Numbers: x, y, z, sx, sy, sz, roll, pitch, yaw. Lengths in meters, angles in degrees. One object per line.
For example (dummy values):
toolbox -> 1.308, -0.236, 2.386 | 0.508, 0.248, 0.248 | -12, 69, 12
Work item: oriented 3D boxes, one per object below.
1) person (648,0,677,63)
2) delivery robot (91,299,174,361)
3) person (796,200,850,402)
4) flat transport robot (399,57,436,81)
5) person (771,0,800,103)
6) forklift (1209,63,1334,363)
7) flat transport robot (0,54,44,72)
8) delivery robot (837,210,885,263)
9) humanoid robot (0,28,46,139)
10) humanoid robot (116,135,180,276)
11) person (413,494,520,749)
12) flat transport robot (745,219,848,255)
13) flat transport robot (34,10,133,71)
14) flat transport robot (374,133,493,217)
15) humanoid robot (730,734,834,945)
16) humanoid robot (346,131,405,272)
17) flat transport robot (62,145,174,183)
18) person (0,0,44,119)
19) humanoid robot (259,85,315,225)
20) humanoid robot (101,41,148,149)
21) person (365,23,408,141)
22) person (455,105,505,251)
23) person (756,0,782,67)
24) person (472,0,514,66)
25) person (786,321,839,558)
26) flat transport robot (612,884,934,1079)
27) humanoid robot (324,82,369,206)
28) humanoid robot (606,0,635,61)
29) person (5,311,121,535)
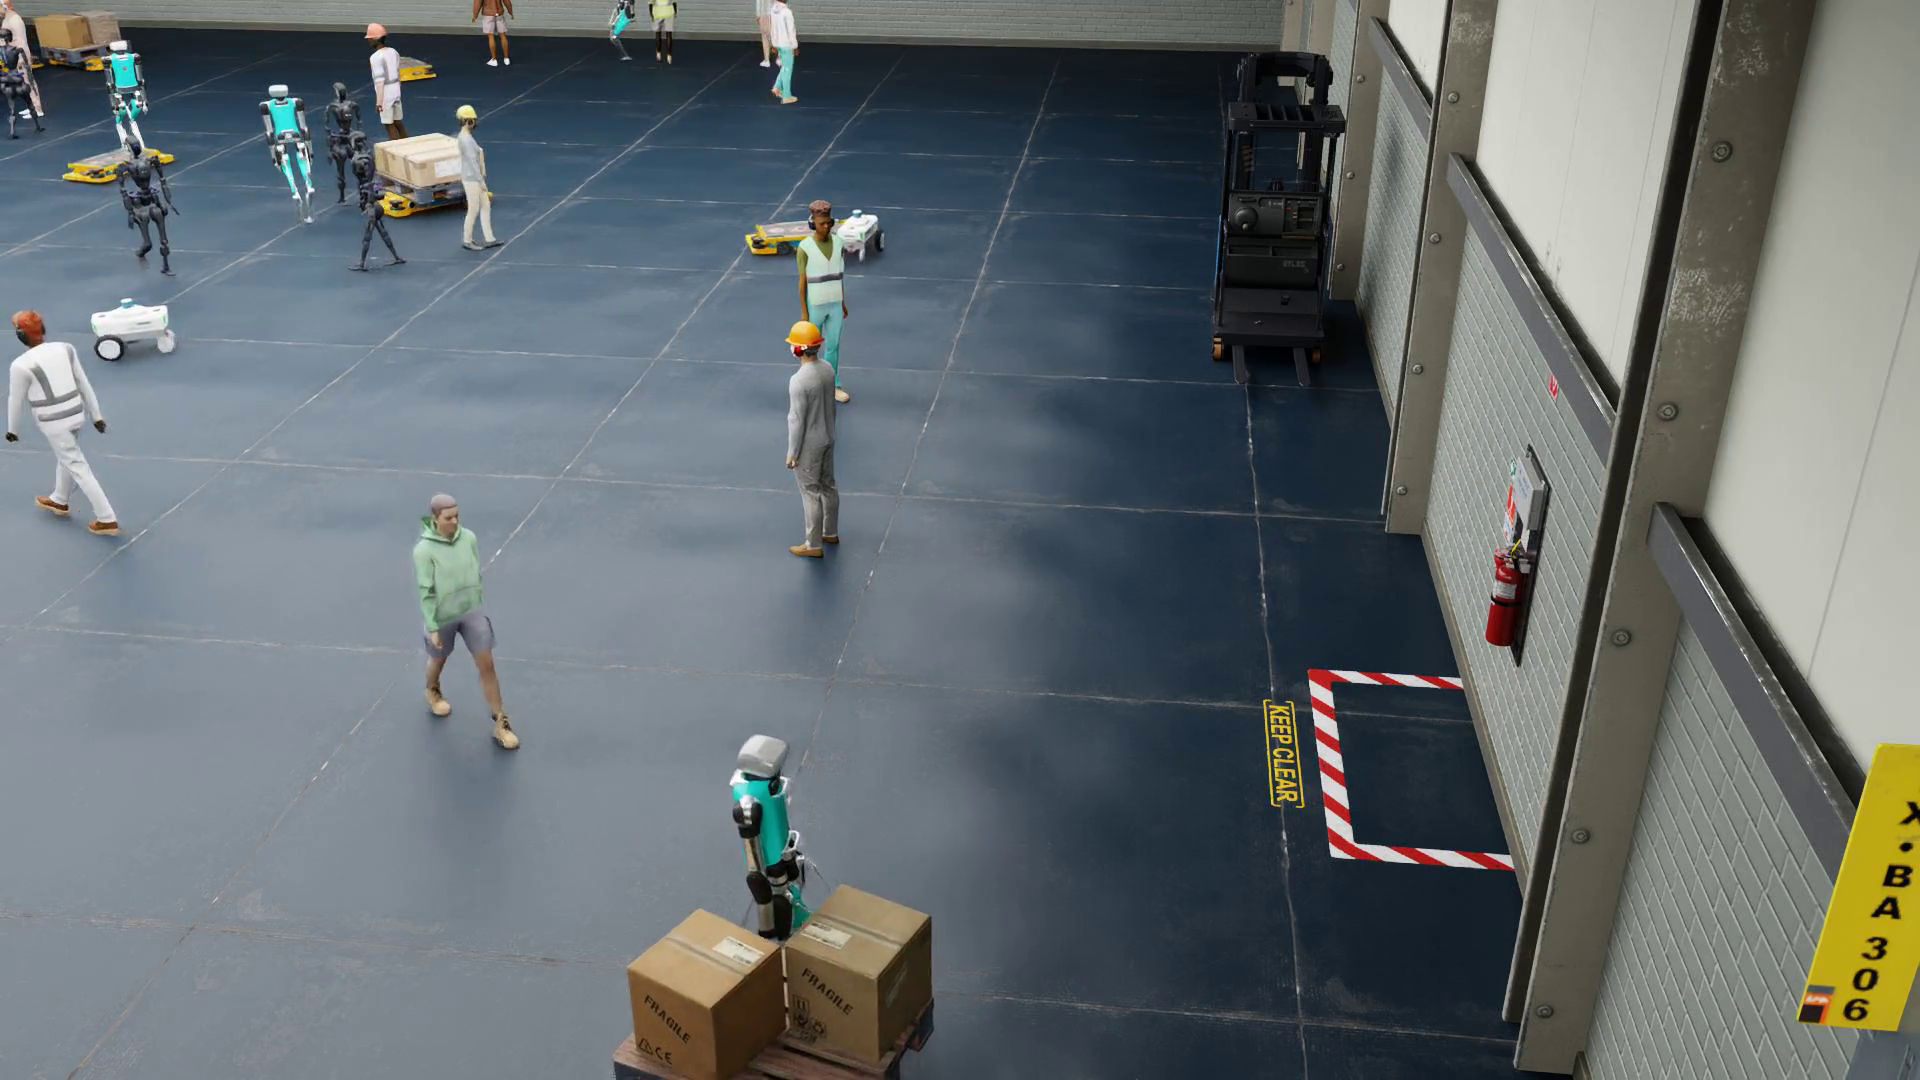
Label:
person -> -5.575, -9.867, 31.270 | 0.551, 1.671, 0.684 | -4, 27, -9
delivery robot -> -8.567, -2.192, 17.192 | 0.791, 0.592, 0.499 | -10, 28, -20
person -> -1.298, -2.235, 15.696 | 0.489, 1.977, 0.387 | -18, 32, -32
flat transport robot -> -10.113, -8.560, 30.227 | 0.659, 0.231, 1.431 | -19, 32, -33
person -> -2.909, -8.290, 27.867 | 0.445, 1.901, 0.494 | -19, 32, -33
forklift -> 3.241, -3.477, 17.183 | 1.129, 2.768, 1.873 | 3, 27, 6
flat transport robot -> -17.764, -8.822, 30.750 | 1.431, 0.231, 0.659 | 9, 28, 18
delivery robot -> -1.237, -3.718, 20.227 | 0.499, 0.581, 0.767 | 6, 27, 12
humanoid robot -> -14.648, -7.067, 25.748 | 0.589, 1.646, 0.788 | 0, 27, -1
humanoid robot -> -9.477, -3.908, 19.376 | 0.463, 1.647, 0.595 | 20, 33, 34
person -> -3.249, 0.467, 10.611 | 0.480, 1.693, 0.921 | -22, 34, -37
flat transport robot -> -1.913, -3.765, 20.654 | 1.431, 0.231, 0.659 | -6, 27, -13
flat transport robot -> -16.257, -8.938, 30.982 | 1.431, 0.231, 0.659 | 16, 31, 28
flat transport robot -> -7.093, -4.616, 22.353 | 1.431, 0.231, 0.659 | -23, 35, -38
humanoid robot -> -0.700, 1.736, 7.996 | 0.713, 1.765, 0.531 | 3, 27, 5
humanoid robot -> -7.002, -3.984, 19.549 | 0.742, 1.627, 0.589 | -16, 31, -29
flat transport robot -> -12.112, -5.406, 23.931 | 0.659, 0.231, 1.431 | 9, 28, 17
person -> -15.242, -7.808, 26.908 | 0.410, 1.901, 0.638 | -16, 31, -29
humanoid robot -> -8.481, -4.798, 21.167 | 0.547, 1.865, 0.705 | -12, 29, -22
humanoid robot -> -12.127, -6.411, 24.148 | 0.533, 1.677, 0.735 | -21, 33, -36
person -> -8.224, -6.352, 23.845 | 0.385, 2.039, 0.614 | 5, 27, 10
person -> -5.923, -4.388, 20.249 | 0.517, 1.738, 0.624 | -6, 27, -12
person -> -3.526, -9.715, 30.740 | 0.510, 1.874, 0.384 | -13, 30, -25
person -> -8.656, -9.755, 30.840 | 0.790, 1.856, 0.395 | -16, 31, -29
person -> -1.152, -0.781, 12.895 | 0.386, 1.891, 0.560 | 12, 29, 23
flat transport robot -> -0.884, 2.586, 7.975 | 0.659, 0.231, 1.431 | 11, 29, 21
humanoid robot -> -8.101, -5.225, 22.014 | 0.669, 1.635, 0.611 | 19, 32, 33
humanoid robot -> -6.399, -9.888, 31.165 | 0.686, 1.734, 0.531 | -19, 32, -33
person -> -7.249, -0.937, 13.263 | 0.996, 1.833, 0.577 | 7, 27, 14
